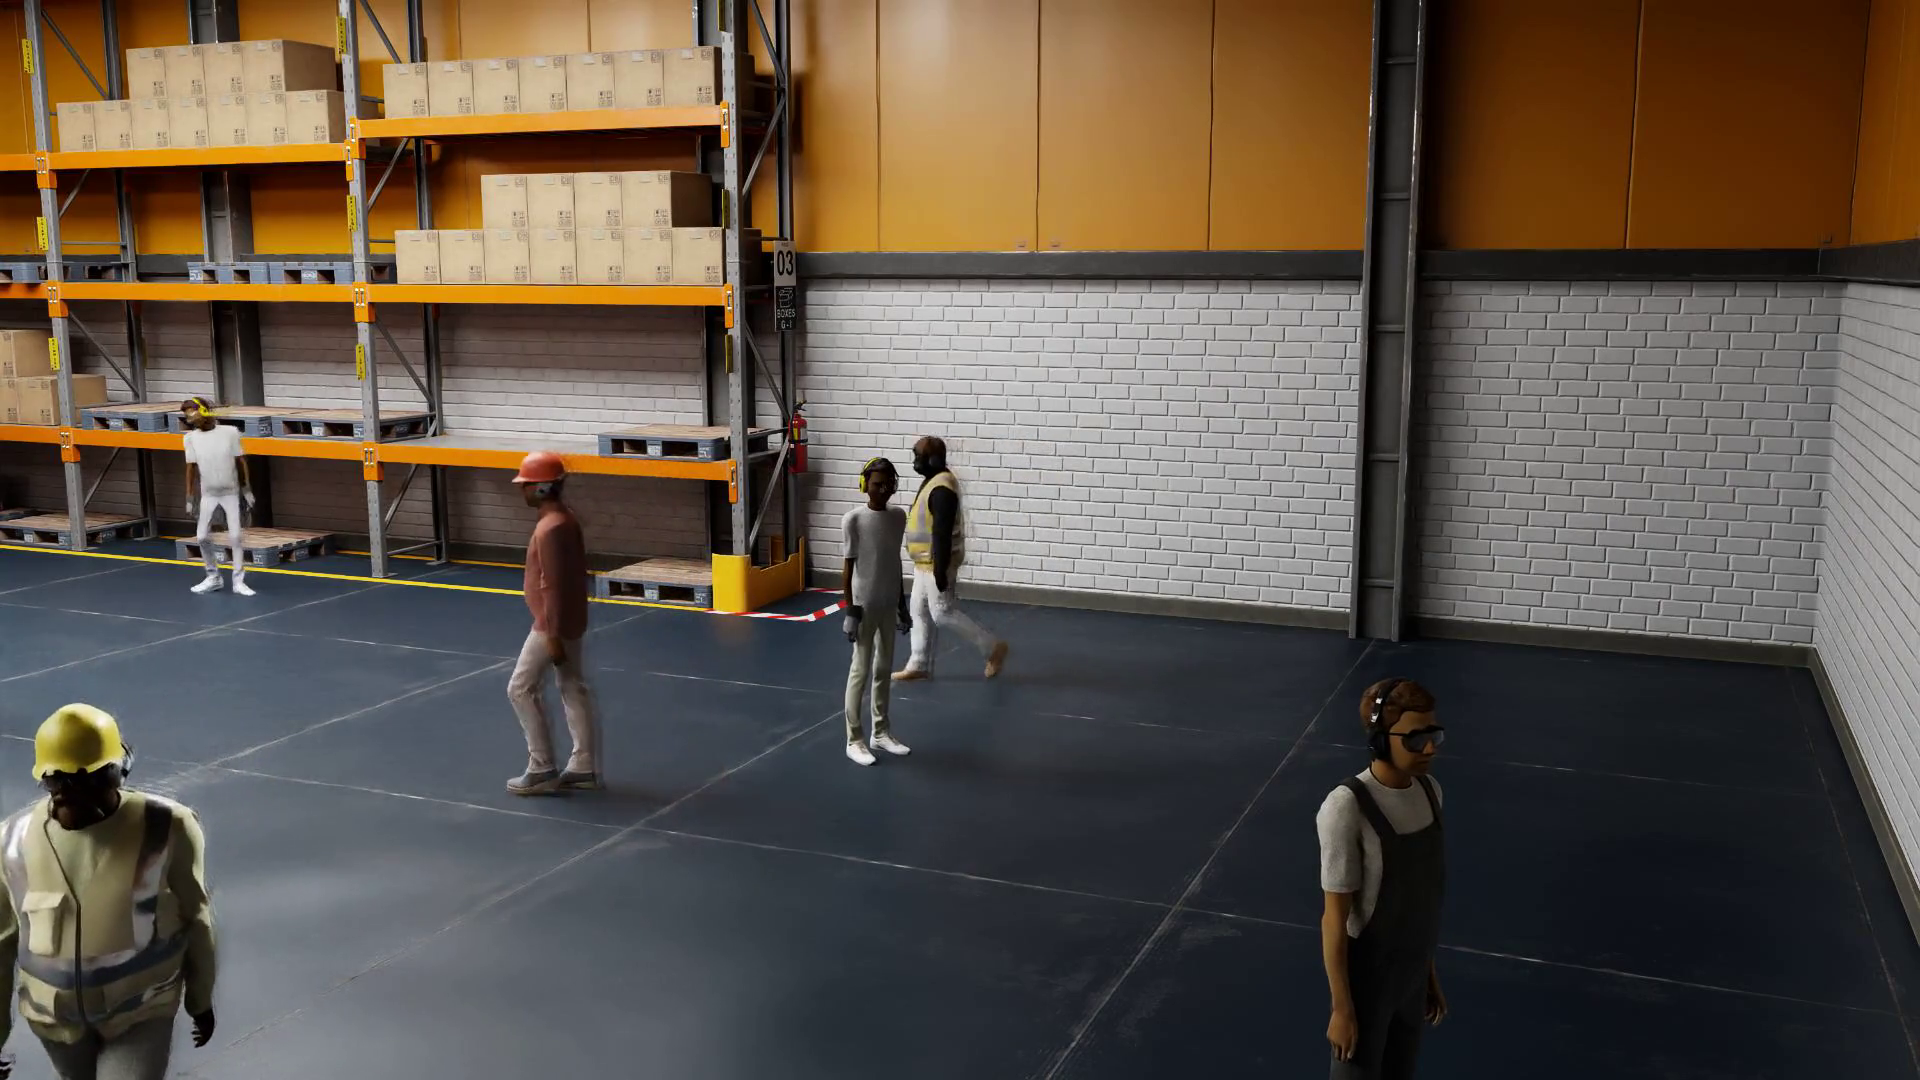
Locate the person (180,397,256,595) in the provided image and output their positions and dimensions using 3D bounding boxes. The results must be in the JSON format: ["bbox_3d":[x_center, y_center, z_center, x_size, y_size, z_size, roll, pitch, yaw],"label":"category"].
[{"bbox_3d":[-6.772,-0.394,15.184,0.656,1.834,0.386,-2,10,-12],"label":"person"}]

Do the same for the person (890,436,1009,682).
[{"bbox_3d":[-0.085,0.151,11.937,0.785,1.817,0.633,-1,9,-8],"label":"person"}]

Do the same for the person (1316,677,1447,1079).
[{"bbox_3d":[1.240,1.301,4.852,0.508,1.846,0.345,-9,13,-42],"label":"person"}]

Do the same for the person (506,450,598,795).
[{"bbox_3d":[-2.388,0.471,9.485,0.660,1.969,0.639,0,9,1],"label":"person"}]

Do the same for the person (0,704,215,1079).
[{"bbox_3d":[-2.514,1.332,4.861,0.610,1.786,0.942,-2,9,-9],"label":"person"}]

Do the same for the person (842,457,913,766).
[{"bbox_3d":[-0.498,0.421,10.129,0.329,1.865,0.513,9,13,44],"label":"person"}]
